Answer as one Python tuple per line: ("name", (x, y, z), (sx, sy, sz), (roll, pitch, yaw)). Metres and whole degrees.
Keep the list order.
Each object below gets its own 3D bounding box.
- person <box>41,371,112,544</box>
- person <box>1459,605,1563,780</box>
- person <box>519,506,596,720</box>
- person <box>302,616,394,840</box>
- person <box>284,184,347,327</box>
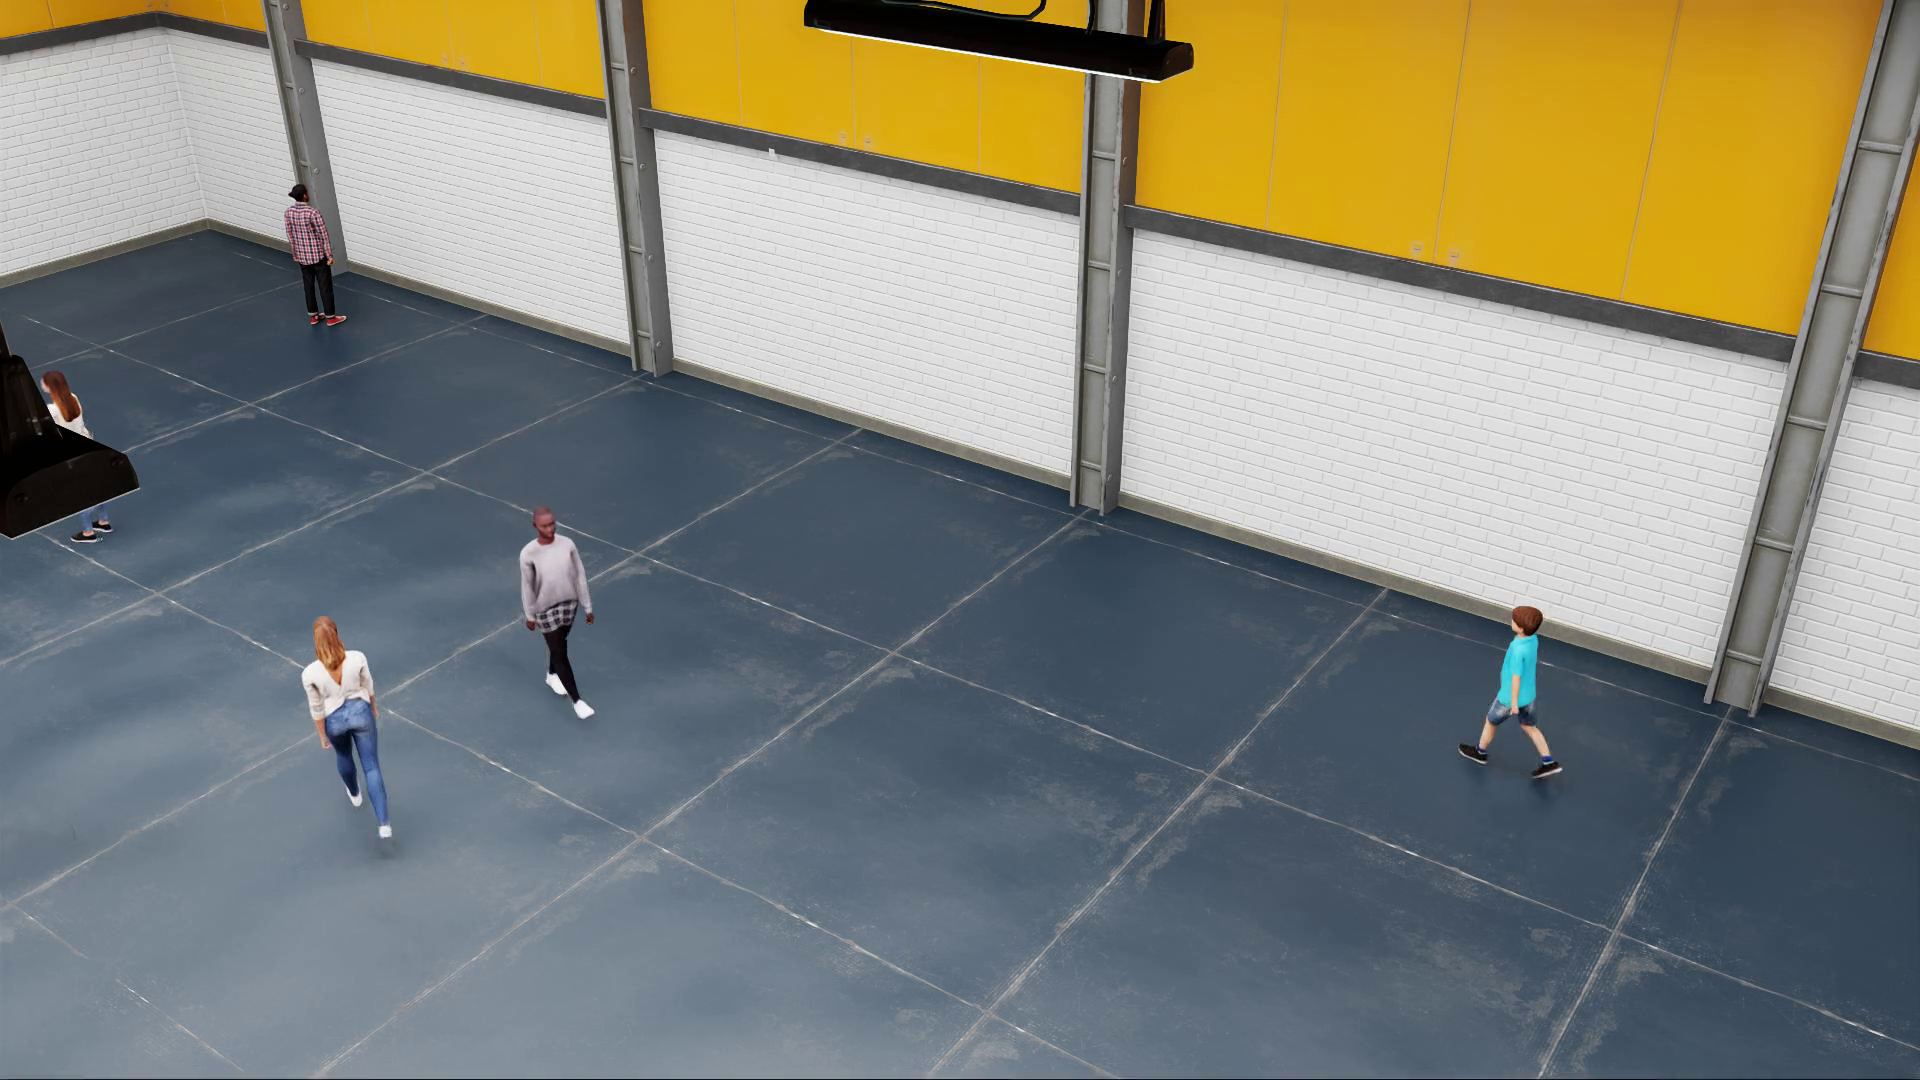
("person", (-8.237, -0.788, 15.474), (0.702, 1.693, 0.707), (5, 29, 10))
("person", (4.174, 1.137, 12.230), (0.620, 1.420, 1.015), (-25, 37, -38))
("person", (-3.213, 0.504, 13.062), (0.851, 1.734, 1.184), (-21, 35, -33))
("person", (-4.228, 1.333, 11.593), (0.988, 1.686, 1.219), (-12, 31, -21))
("person", (-7.941, -3.503, 20.380), (0.660, 1.761, 0.830), (6, 29, 11))
